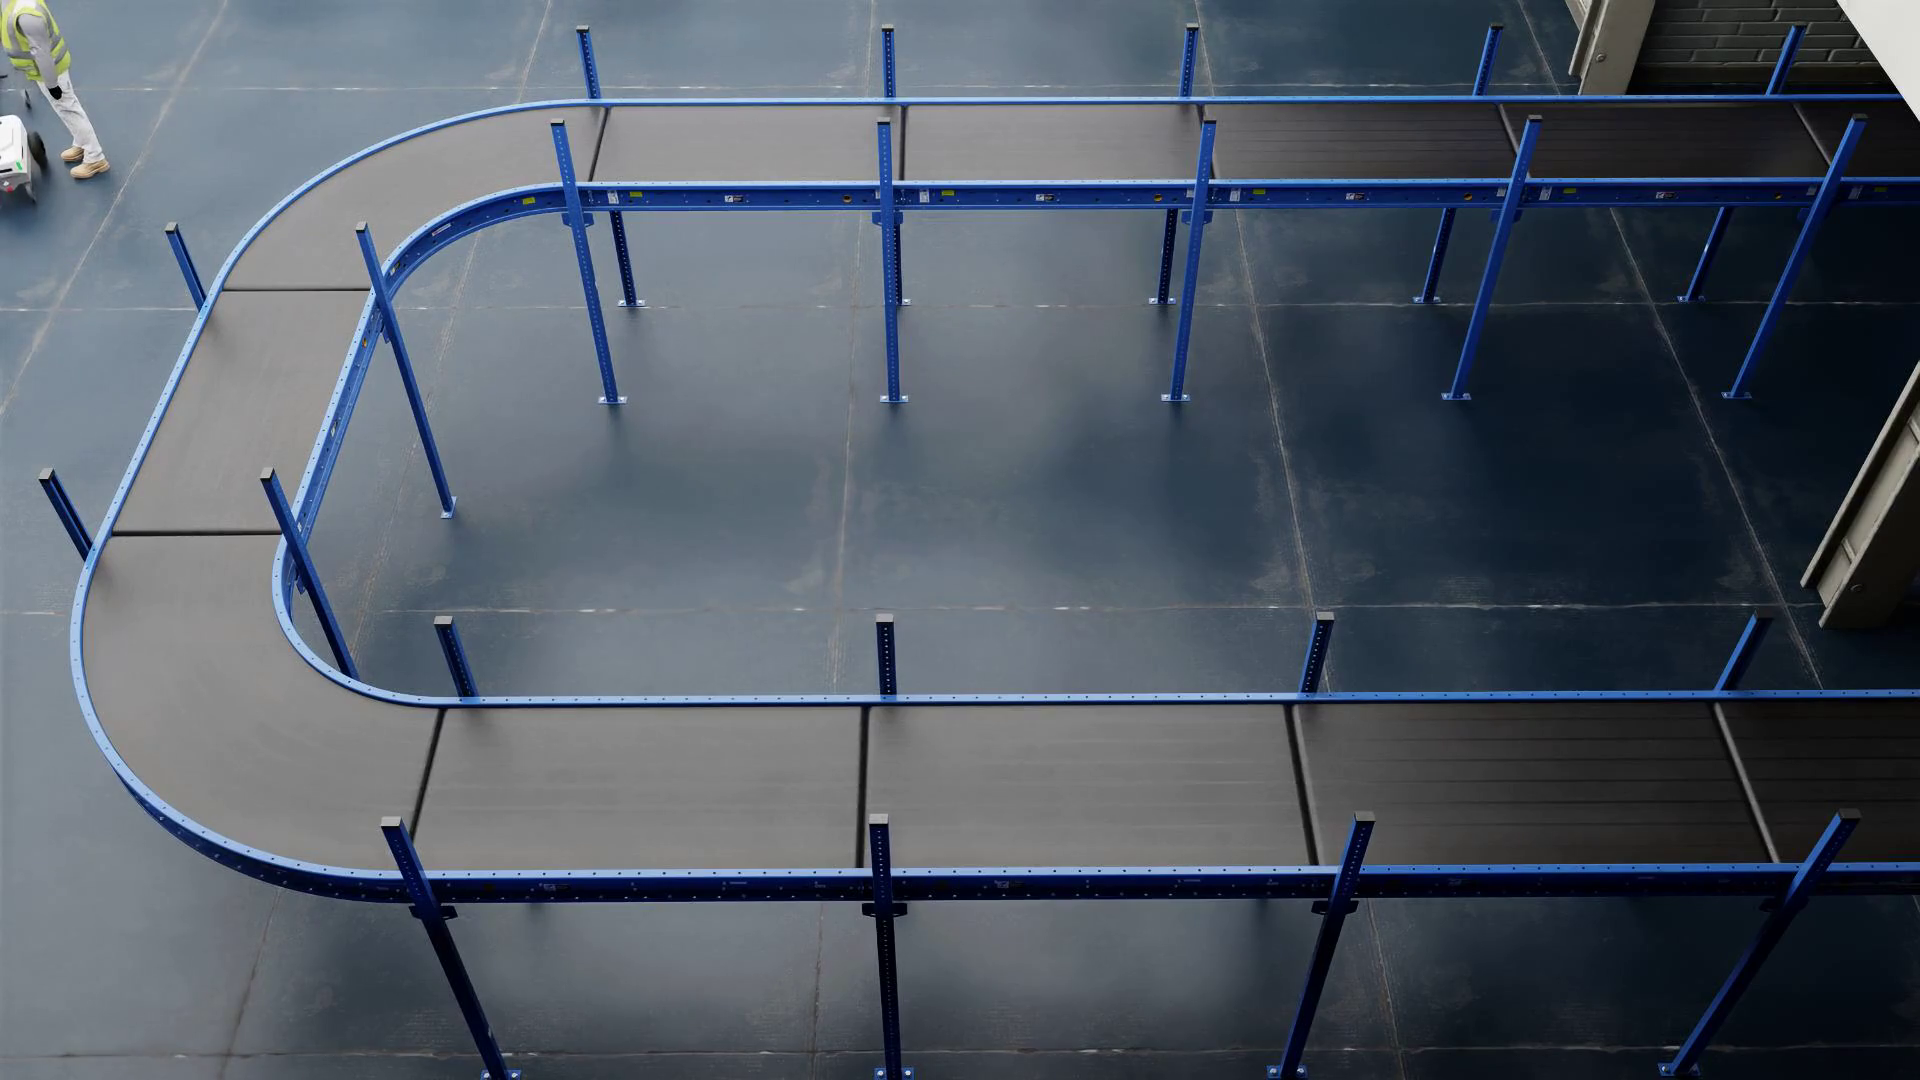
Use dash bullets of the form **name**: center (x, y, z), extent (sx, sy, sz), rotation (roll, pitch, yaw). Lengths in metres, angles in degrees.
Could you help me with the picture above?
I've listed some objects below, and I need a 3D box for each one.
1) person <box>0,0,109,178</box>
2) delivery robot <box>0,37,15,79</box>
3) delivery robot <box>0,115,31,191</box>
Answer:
- **person**: center (-7.206, -3.726, 13.506), extent (0.430, 1.836, 0.618), rotation (-23, 51, -20)
- **delivery robot**: center (-8.196, -4.195, 14.591), extent (0.335, 0.223, 0.698), rotation (-11, 48, -10)
- **delivery robot**: center (-7.672, -3.113, 13.756), extent (0.477, 0.478, 0.707), rotation (-15, 49, -14)
